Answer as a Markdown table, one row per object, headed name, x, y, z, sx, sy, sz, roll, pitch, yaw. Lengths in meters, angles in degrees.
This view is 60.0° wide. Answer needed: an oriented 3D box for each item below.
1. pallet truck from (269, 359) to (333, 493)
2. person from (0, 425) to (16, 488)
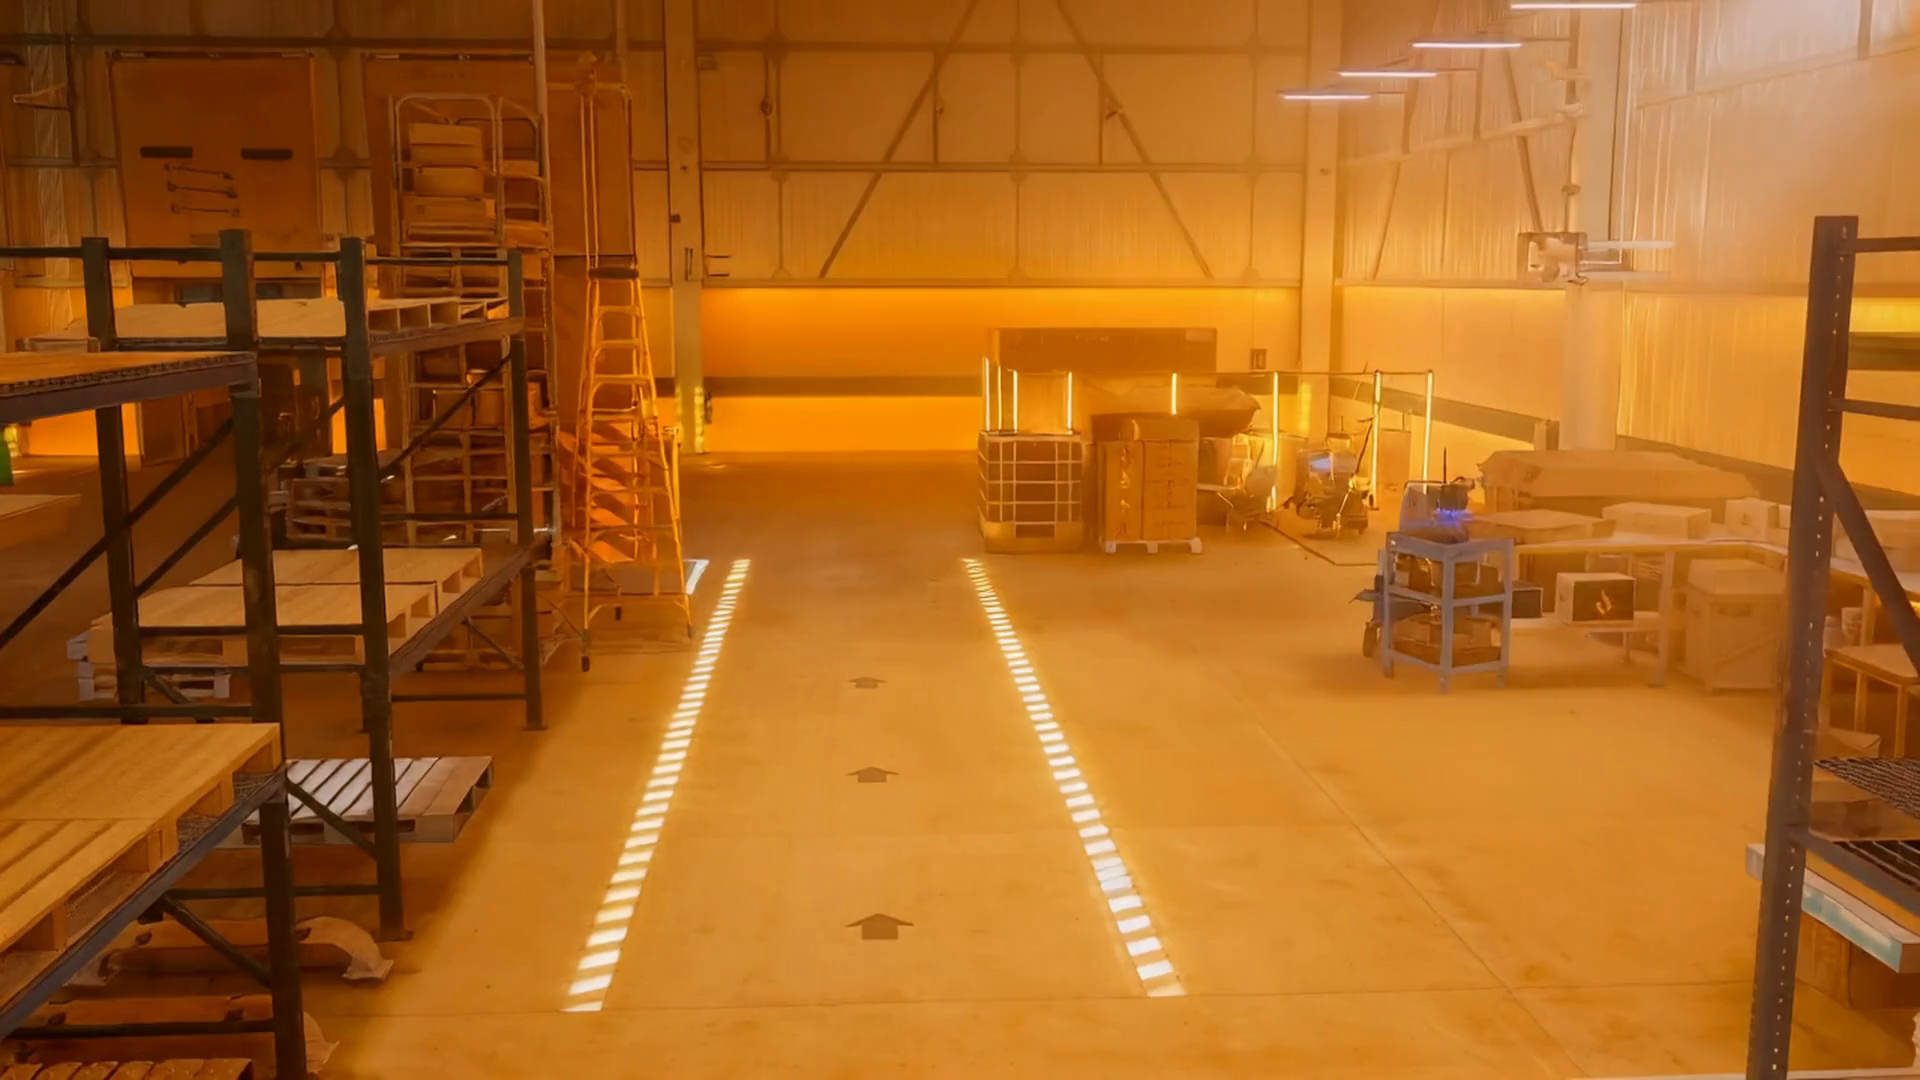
| name | x | y | z | sx | sy | sz | roll | pitch | yaw |
| --- | --- | --- | --- | --- | --- | --- | --- | --- | --- |
| pallet truck | -7.062 | -1.131 | 18.996 | 1.885 | 1.965 | 0.823 | 2 | 9 | 13 |
| person | -13.132 | -1.673 | 22.619 | 0.389 | 1.930 | 0.544 | -8 | 12 | -42 |
